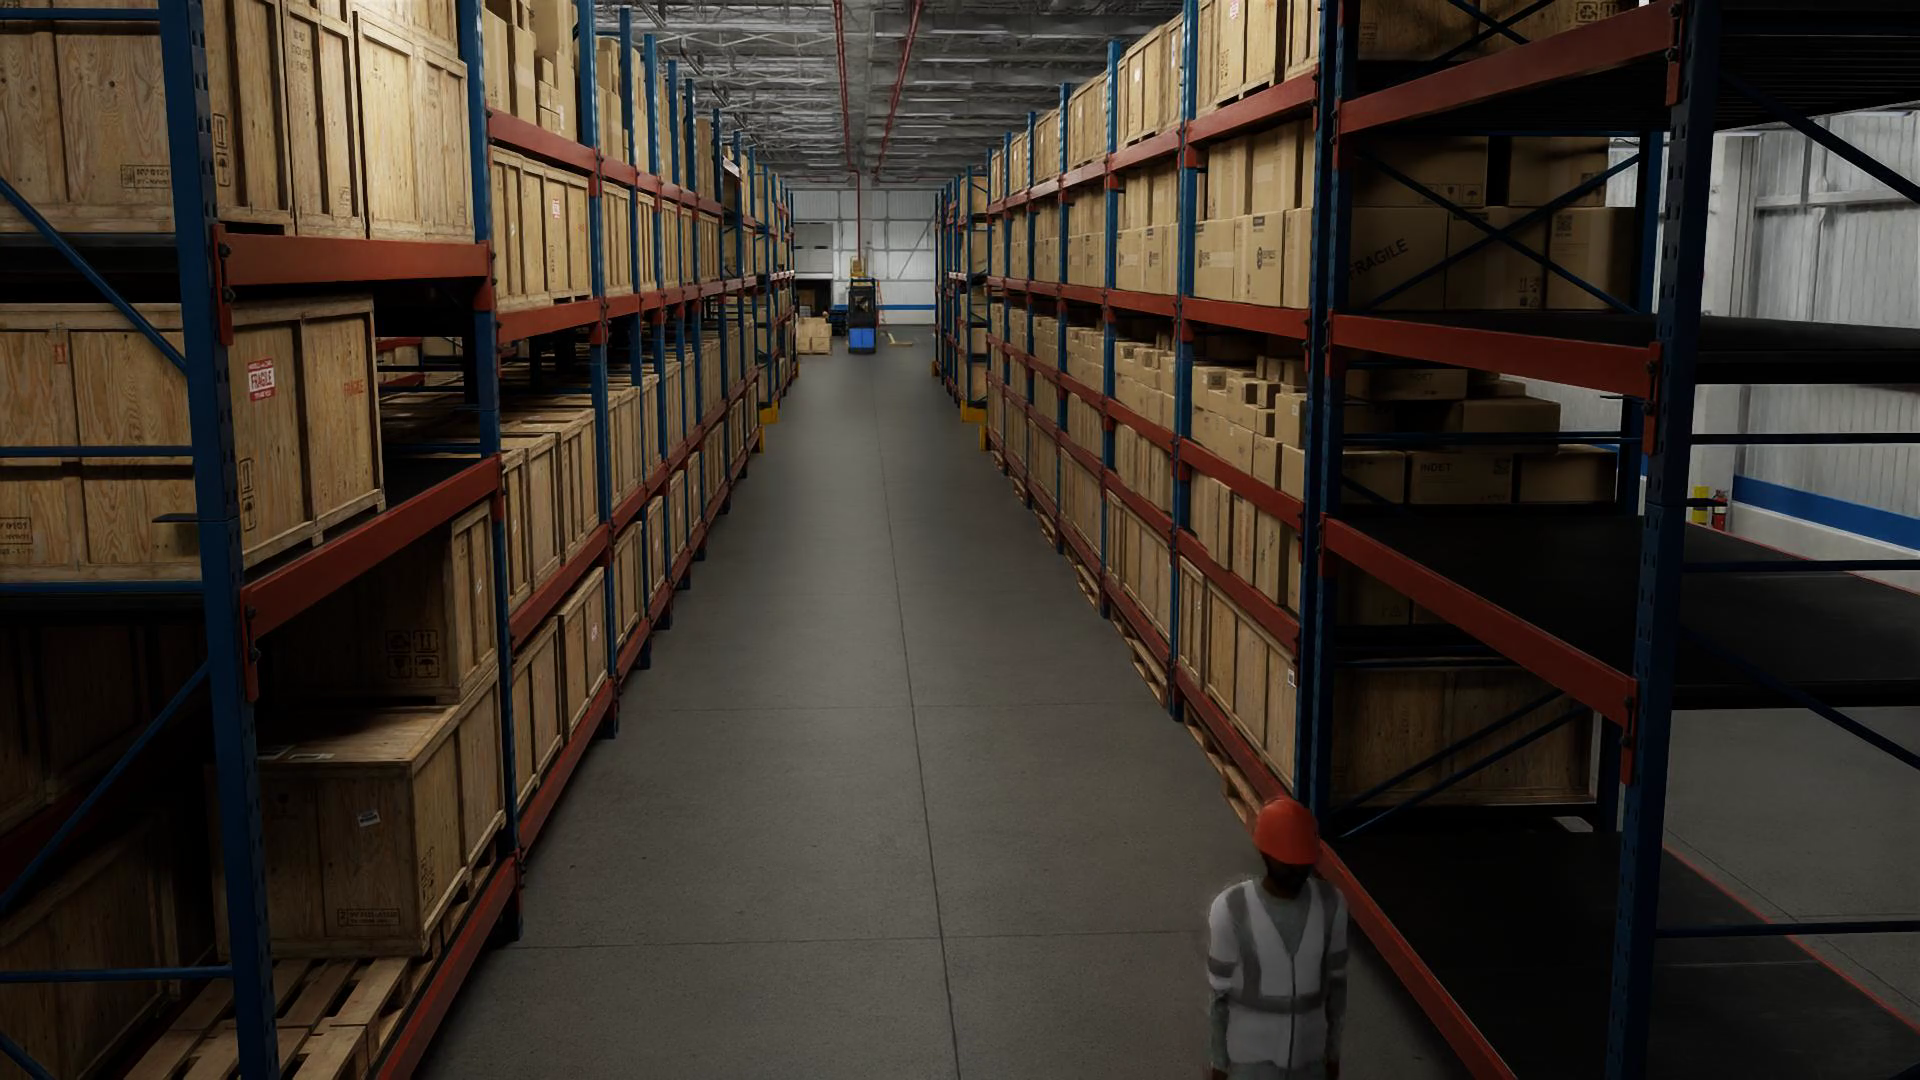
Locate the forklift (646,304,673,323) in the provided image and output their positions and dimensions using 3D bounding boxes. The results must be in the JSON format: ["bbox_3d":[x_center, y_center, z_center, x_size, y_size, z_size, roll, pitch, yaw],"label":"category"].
[{"bbox_3d":[-10.016,-6.866,55.484,1.129,2.768,1.873,-1,10,-3],"label":"forklift"}]

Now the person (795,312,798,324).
[{"bbox_3d":[-7.337,-9.252,72.559,0.627,1.935,0.371,5,11,30],"label":"person"}]

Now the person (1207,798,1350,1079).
[{"bbox_3d":[1.173,1.860,6.262,0.543,1.917,0.726,-2,10,-12],"label":"person"}]

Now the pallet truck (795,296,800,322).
[{"bbox_3d":[-8.622,-12.439,91.403,1.885,1.965,0.823,2,10,13],"label":"pallet truck"}]

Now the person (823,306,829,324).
[{"bbox_3d":[-6.570,-10.588,81.271,0.321,1.689,0.530,-4,10,-22],"label":"person"}]

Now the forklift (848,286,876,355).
[{"bbox_3d":[-4.080,-9.128,68.994,1.129,2.768,1.873,-1,10,-4],"label":"forklift"}]
